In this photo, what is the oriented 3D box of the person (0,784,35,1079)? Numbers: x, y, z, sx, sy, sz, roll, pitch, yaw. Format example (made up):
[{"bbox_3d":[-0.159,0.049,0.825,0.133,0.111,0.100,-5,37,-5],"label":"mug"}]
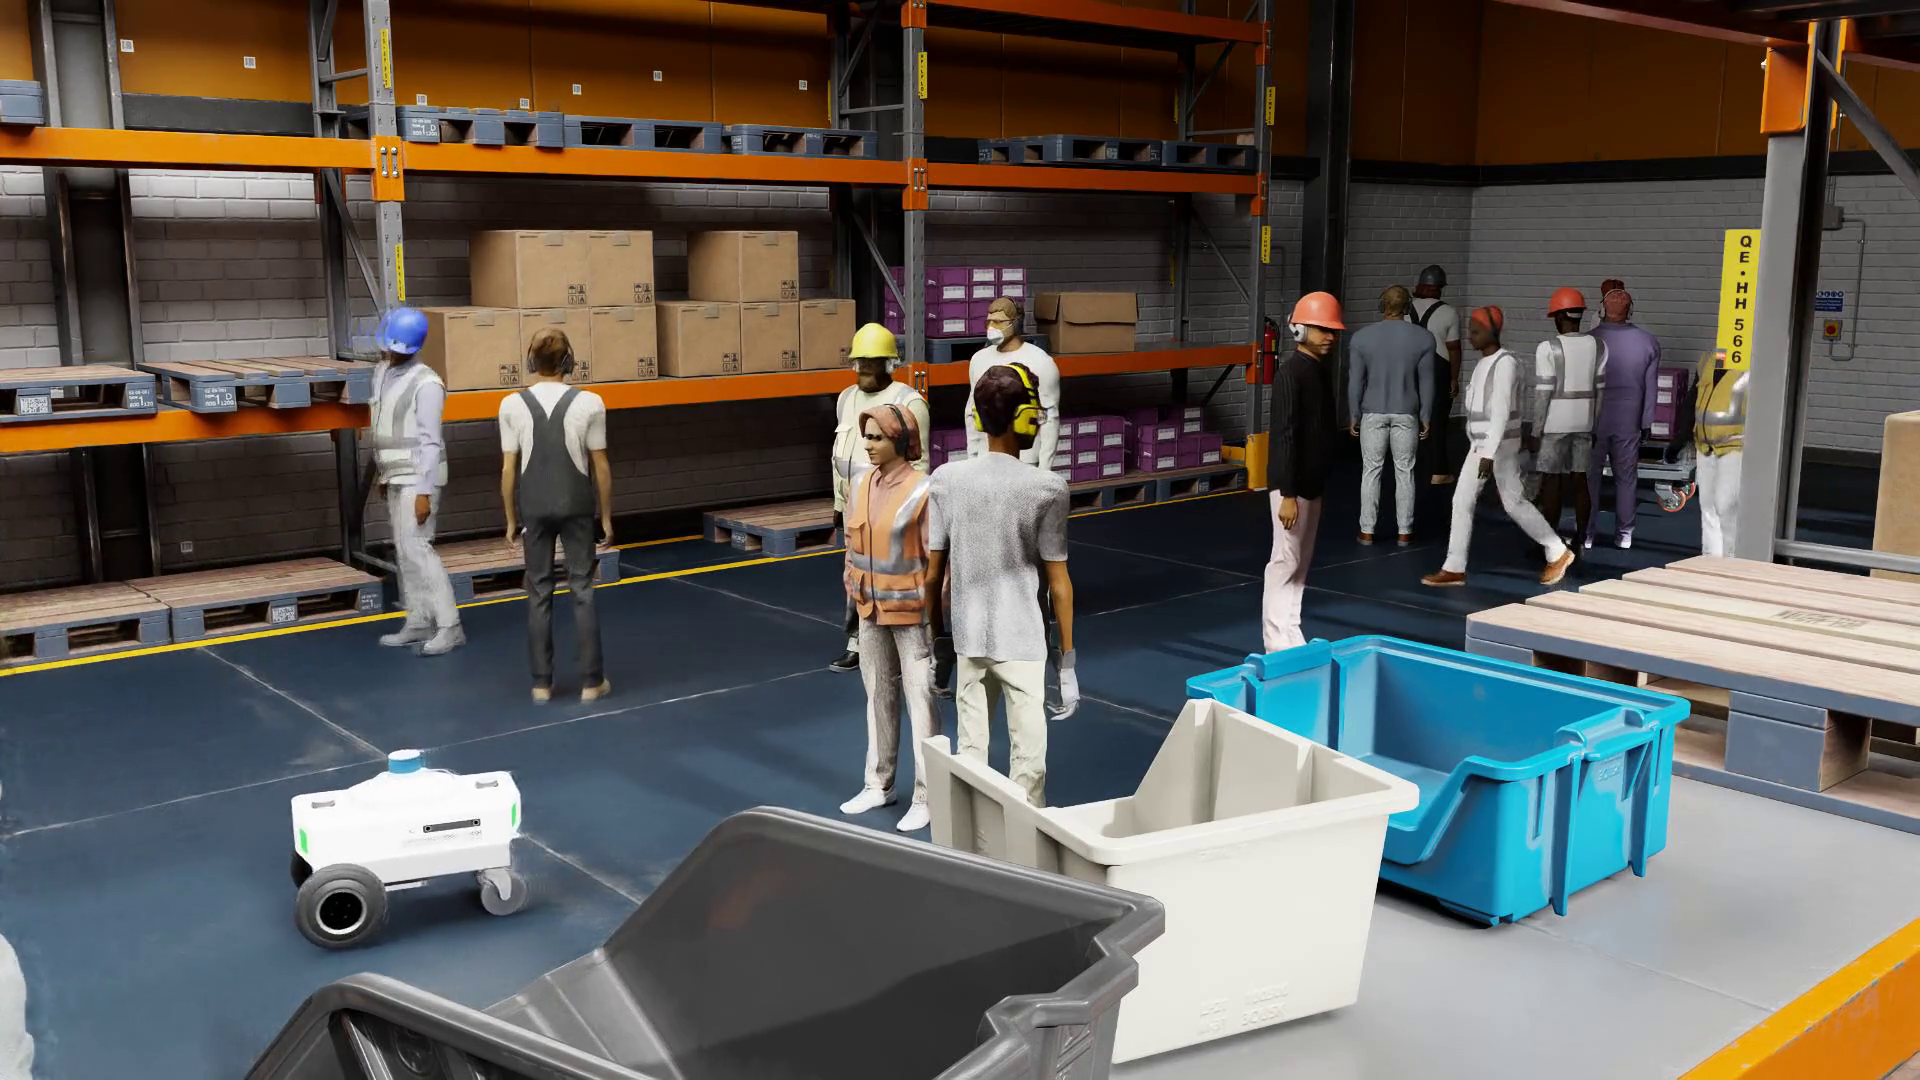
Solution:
[{"bbox_3d":[-1.802,0.847,3.053,0.780,1.716,0.488,-8,13,-37],"label":"person"}]

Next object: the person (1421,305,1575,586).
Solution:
[{"bbox_3d":[3.549,-0.599,10.804,0.959,1.849,0.589,-1,10,-5],"label":"person"}]

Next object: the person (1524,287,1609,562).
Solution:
[{"bbox_3d":[4.239,-0.801,11.688,0.543,1.931,0.371,-3,10,-14],"label":"person"}]

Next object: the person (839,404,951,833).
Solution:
[{"bbox_3d":[-0.248,0.293,6.373,0.522,1.638,0.311,9,14,42],"label":"person"}]

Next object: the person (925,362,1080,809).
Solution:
[{"bbox_3d":[0.137,0.373,5.295,0.533,1.864,0.310,5,11,27],"label":"person"}]

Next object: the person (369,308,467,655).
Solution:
[{"bbox_3d":[-2.992,-0.320,9.113,0.402,1.899,0.662,-8,13,-38],"label":"person"}]

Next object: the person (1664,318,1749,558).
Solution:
[{"bbox_3d":[4.924,-0.580,10.725,0.491,1.834,0.646,-3,11,-17],"label":"person"}]

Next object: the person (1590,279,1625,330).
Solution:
[{"bbox_3d":[6.376,-1.620,16.405,0.347,1.882,0.584,0,10,1],"label":"person"}]

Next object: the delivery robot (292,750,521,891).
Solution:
[{"bbox_3d":[-1.830,0.940,5.521,0.707,0.478,0.477,-4,11,-23],"label":"delivery robot"}]

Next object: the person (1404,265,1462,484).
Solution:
[{"bbox_3d":[4.382,-1.548,15.559,0.683,2.000,0.537,8,13,38],"label":"person"}]

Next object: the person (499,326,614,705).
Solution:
[{"bbox_3d":[-1.948,-0.112,8.073,0.514,1.842,0.328,-1,10,-7],"label":"person"}]

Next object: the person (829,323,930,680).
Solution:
[{"bbox_3d":[-0.437,-0.191,8.543,0.602,1.830,0.404,8,13,38],"label":"person"}]

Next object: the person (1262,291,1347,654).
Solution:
[{"bbox_3d":[1.771,-0.274,8.559,0.392,1.991,0.612,5,11,26],"label":"person"}]

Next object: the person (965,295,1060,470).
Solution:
[{"bbox_3d":[0.289,-0.446,9.673,0.634,1.938,0.355,8,13,39],"label":"person"}]

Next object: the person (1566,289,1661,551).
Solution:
[{"bbox_3d":[4.726,-0.868,12.126,0.651,1.907,0.409,0,10,2],"label":"person"}]

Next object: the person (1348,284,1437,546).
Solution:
[{"bbox_3d":[3.183,-0.915,12.302,0.632,1.939,0.368,2,10,14],"label":"person"}]
